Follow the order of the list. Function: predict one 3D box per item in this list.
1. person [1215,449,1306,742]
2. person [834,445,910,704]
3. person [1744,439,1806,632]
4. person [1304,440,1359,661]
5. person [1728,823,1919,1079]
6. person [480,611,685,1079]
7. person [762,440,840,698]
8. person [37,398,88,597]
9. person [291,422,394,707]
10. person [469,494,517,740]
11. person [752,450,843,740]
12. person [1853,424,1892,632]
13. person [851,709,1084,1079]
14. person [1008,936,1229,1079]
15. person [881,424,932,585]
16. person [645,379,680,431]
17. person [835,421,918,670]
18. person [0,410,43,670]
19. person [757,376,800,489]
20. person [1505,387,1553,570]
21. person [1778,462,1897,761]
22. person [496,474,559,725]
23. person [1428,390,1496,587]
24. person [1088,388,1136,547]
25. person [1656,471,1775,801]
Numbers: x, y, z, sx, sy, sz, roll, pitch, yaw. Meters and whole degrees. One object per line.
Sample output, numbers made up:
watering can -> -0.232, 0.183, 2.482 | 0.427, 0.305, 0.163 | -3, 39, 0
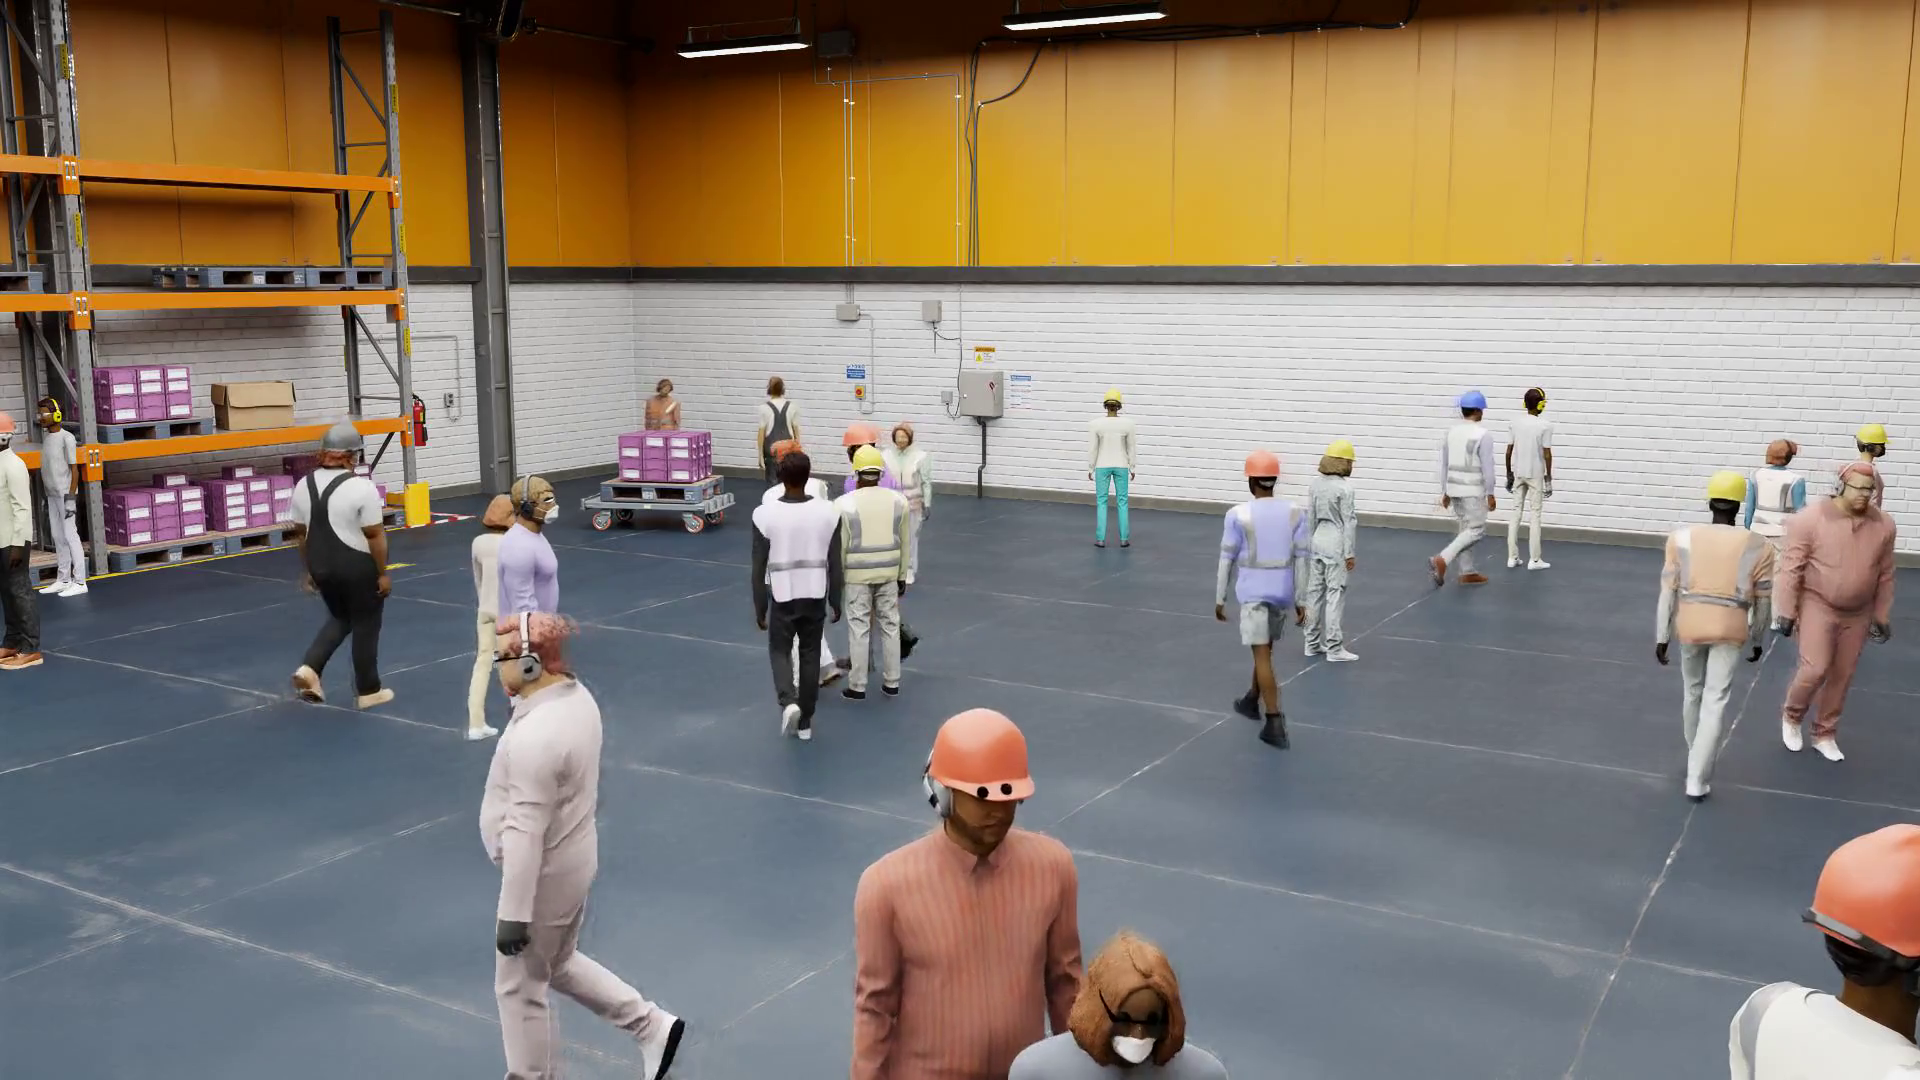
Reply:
person -> 1.996, 0.349, 10.960 | 0.563, 1.887, 1.005 | -2, 9, -12
person -> -0.643, 0.242, 11.756 | 0.588, 1.834, 0.403 | -4, 10, -25
person -> 6.916, -0.042, 14.137 | 0.309, 1.637, 0.522 | -6, 11, -32
person -> 2.938, 0.080, 13.080 | 0.331, 1.733, 0.488 | -5, 10, -29
person -> 1.673, 1.521, 3.105 | 0.364, 2.048, 0.611 | -2, 9, -10
person -> -1.397, 1.168, 5.825 | 0.694, 1.879, 0.667 | 0, 9, -1
person -> -1.154, 0.215, 11.851 | 0.428, 1.865, 0.634 | 7, 12, 39
person -> -8.497, -0.403, 15.669 | 0.513, 1.872, 0.328 | 6, 11, 32
person -> -4.251, 0.174, 11.536 | 0.691, 2.000, 0.622 | 4, 10, 25
person -> -2.985, 0.483, 10.994 | 0.520, 1.579, 0.845 | 4, 10, 26
person -> -1.035, 0.376, 10.710 | 0.596, 1.903, 0.567 | -2, 9, -12
person -> 7.687, -0.107, 14.148 | 0.312, 1.768, 0.529 | 2, 9, 10
person -> 0.028, 1.377, 4.212 | 0.637, 1.977, 0.722 | -3, 10, -20
person -> 0.340, 1.649, 3.645 | 0.524, 1.604, 0.687 | -1, 9, -3
person -> -0.538, -0.316, 15.961 | 0.538, 1.585, 0.851 | 1, 9, 4
person -> -4.089, -1.408, 22.753 | 0.620, 1.605, 0.403 | 3, 9, 16
person -> -0.673, 0.061, 12.603 | 0.547, 1.921, 0.547 | 5, 10, 27
person -> -7.352, -0.009, 12.815 | 0.612, 1.997, 0.375 | 8, 12, 40
person -> -2.142, -1.028, 19.724 | 0.507, 1.830, 0.566 | -4, 10, -21
person -> 5.854, -0.633, 17.103 | 0.327, 1.871, 0.514 | -8, 12, -41
person -> 5.455, 0.445, 10.340 | 0.651, 1.887, 0.405 | 0, 9, 0
person -> -2.360, 0.602, 9.182 | 0.379, 1.940, 0.629 | -1, 9, -9
person -> 4.819, -0.478, 15.968 | 0.734, 1.929, 0.624 | -4, 10, -23
person -> 1.682, -0.795, 18.440 | 0.533, 1.767, 0.324 | 0, 9, 0
person -> 4.452, 0.532, 9.812 | 0.590, 1.865, 1.005 | 6, 11, 34
